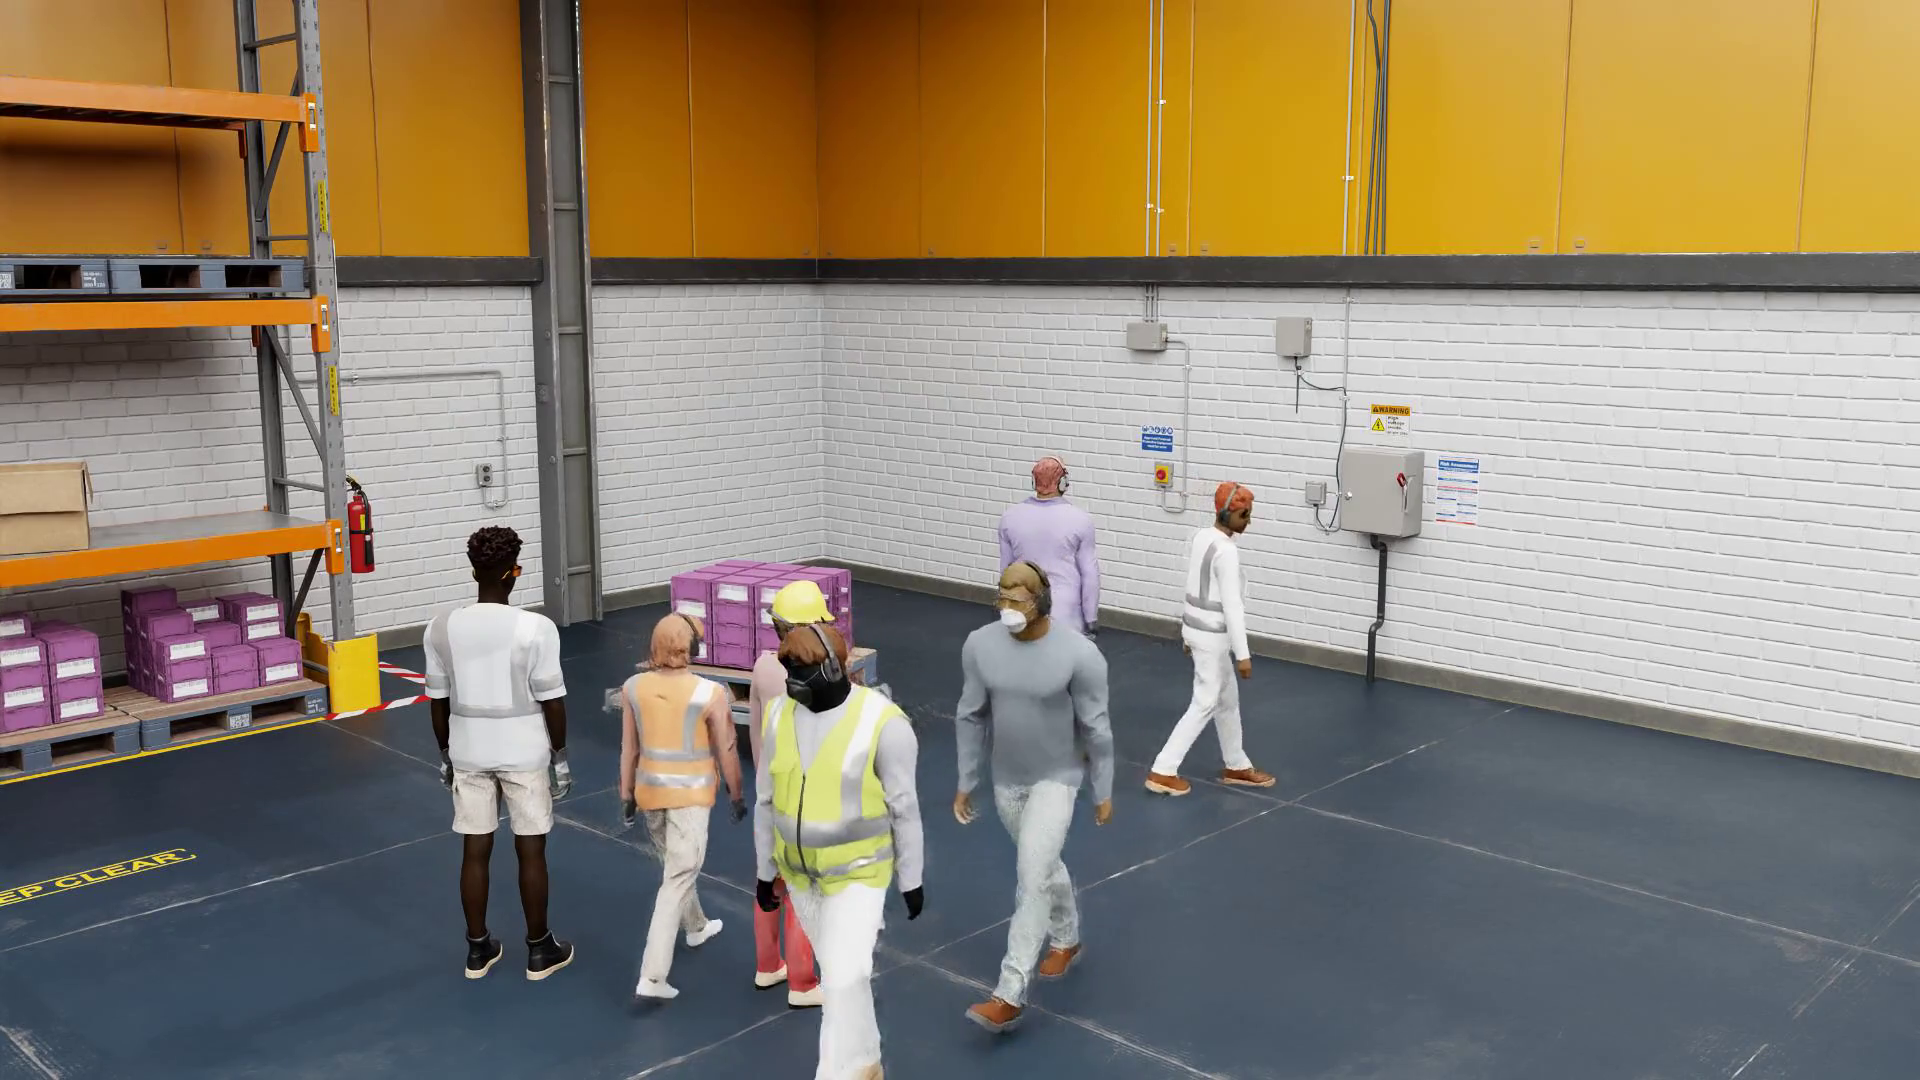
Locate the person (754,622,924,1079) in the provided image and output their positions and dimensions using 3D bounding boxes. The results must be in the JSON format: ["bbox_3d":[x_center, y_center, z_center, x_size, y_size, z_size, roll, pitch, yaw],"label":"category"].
[{"bbox_3d":[-0.512,1.199,5.803,0.635,1.801,0.875,5,11,30],"label":"person"}]

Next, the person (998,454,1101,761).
[{"bbox_3d":[0.564,0.428,10.203,0.643,1.913,0.410,4,10,24],"label":"person"}]

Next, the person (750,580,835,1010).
[{"bbox_3d":[-0.667,1.040,6.890,0.327,1.767,0.533,-7,12,-37],"label":"person"}]

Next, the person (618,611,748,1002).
[{"bbox_3d":[-1.204,1.103,7.065,0.517,1.589,0.887,4,10,22],"label":"person"}]

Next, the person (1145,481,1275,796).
[{"bbox_3d":[1.430,0.578,9.558,0.821,1.856,0.627,-1,9,-6],"label":"person"}]

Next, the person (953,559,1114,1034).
[{"bbox_3d":[0.278,1.001,6.783,0.624,1.873,1.040,6,11,33],"label":"person"}]

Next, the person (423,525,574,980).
[{"bbox_3d":[-1.949,0.908,7.085,0.607,1.966,0.367,1,9,6],"label":"person"}]
